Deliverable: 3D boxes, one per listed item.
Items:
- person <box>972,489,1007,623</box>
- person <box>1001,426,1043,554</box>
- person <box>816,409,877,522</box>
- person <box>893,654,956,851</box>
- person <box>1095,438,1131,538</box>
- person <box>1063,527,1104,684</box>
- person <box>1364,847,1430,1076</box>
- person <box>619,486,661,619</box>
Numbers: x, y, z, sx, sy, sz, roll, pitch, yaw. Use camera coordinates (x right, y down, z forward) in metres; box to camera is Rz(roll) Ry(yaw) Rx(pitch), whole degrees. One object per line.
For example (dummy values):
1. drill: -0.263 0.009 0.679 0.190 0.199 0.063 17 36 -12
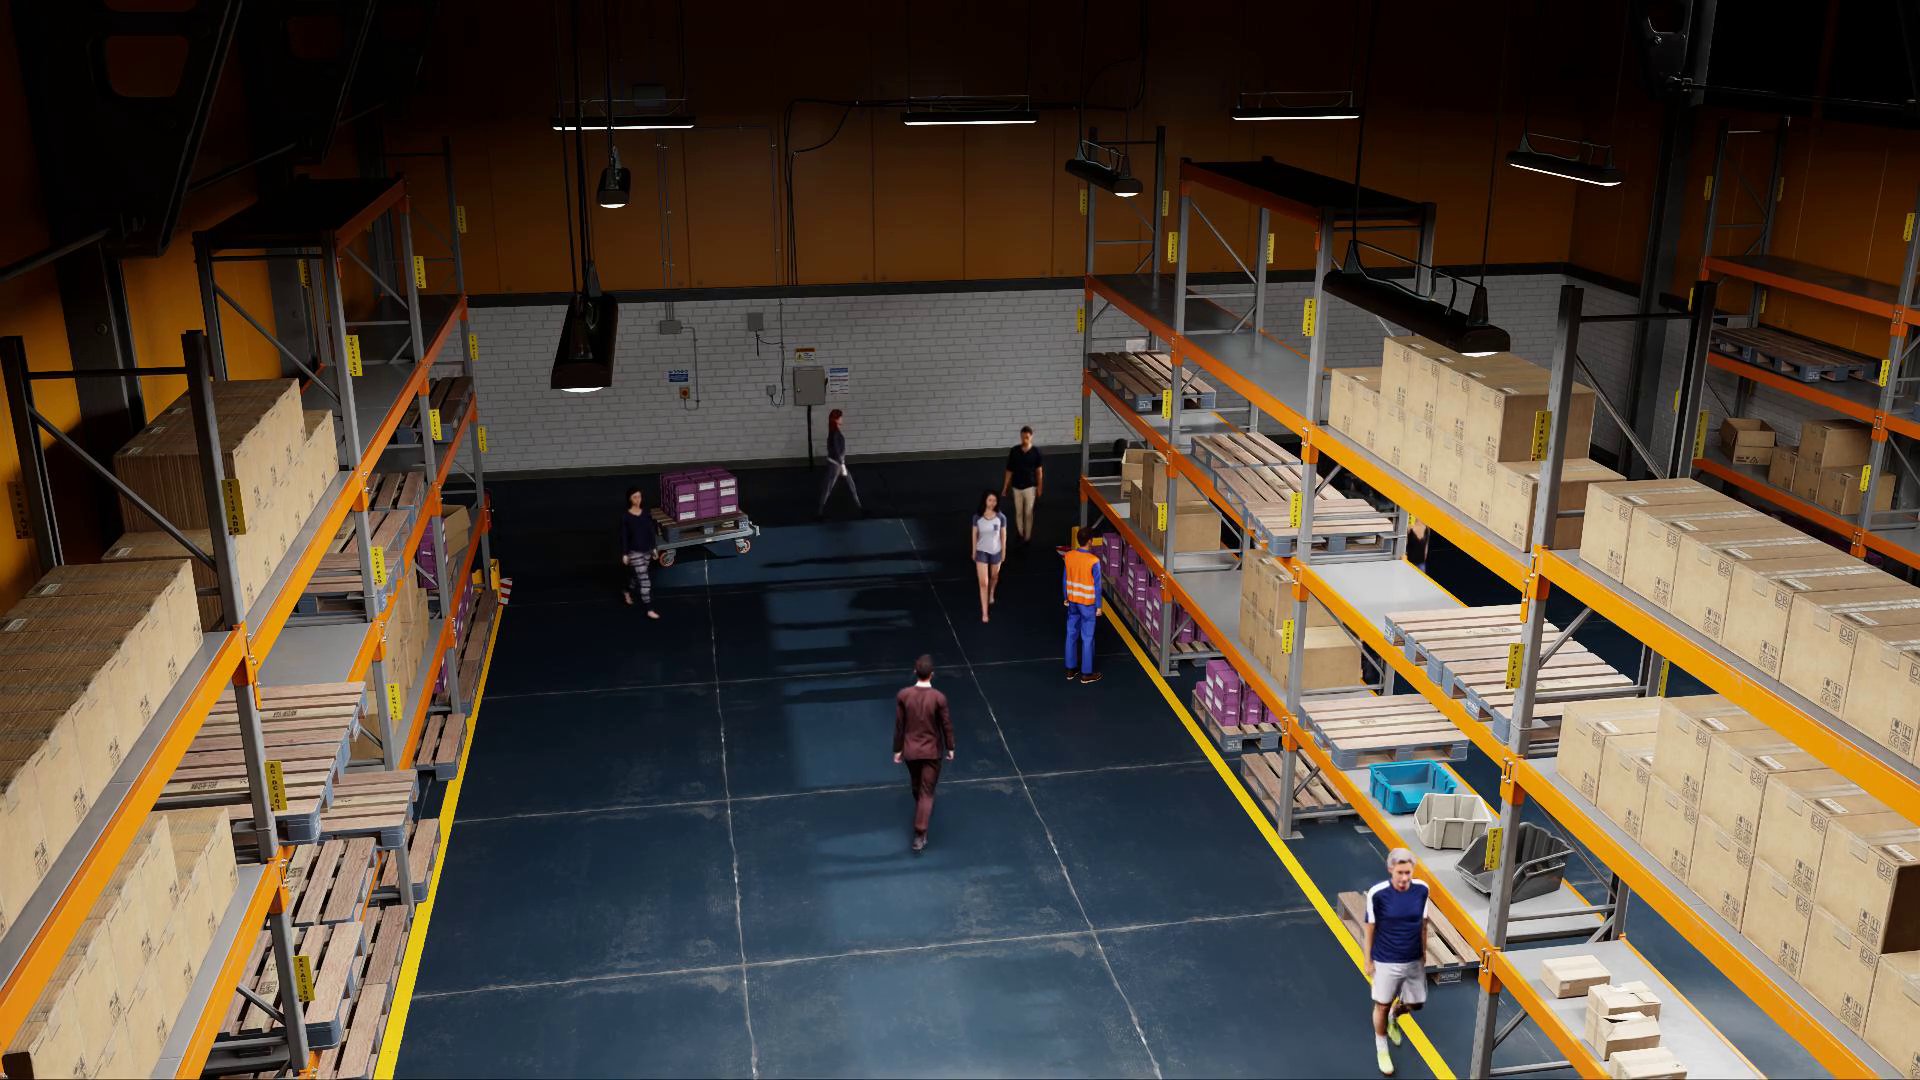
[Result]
1. person: 0.383 0.148 21.392 0.695 1.662 1.171 -1 19 -2
2. person: 0.950 -0.764 23.842 0.887 1.826 0.961 8 20 22
3. person: -1.936 -1.072 24.913 0.852 1.726 1.130 1 19 2
4. person: -0.360 2.022 15.587 1.061 1.815 1.329 5 19 15
5. person: 2.253 -0.674 23.927 0.662 1.602 0.803 -5 19 -14
6. person: 1.426 0.735 19.333 0.764 1.863 0.847 15 24 38
7. person: 3.238 3.073 12.449 0.668 1.827 0.756 -3 19 -7
8. person: -4.163 0.126 21.391 0.986 1.704 1.160 -17 25 -41
